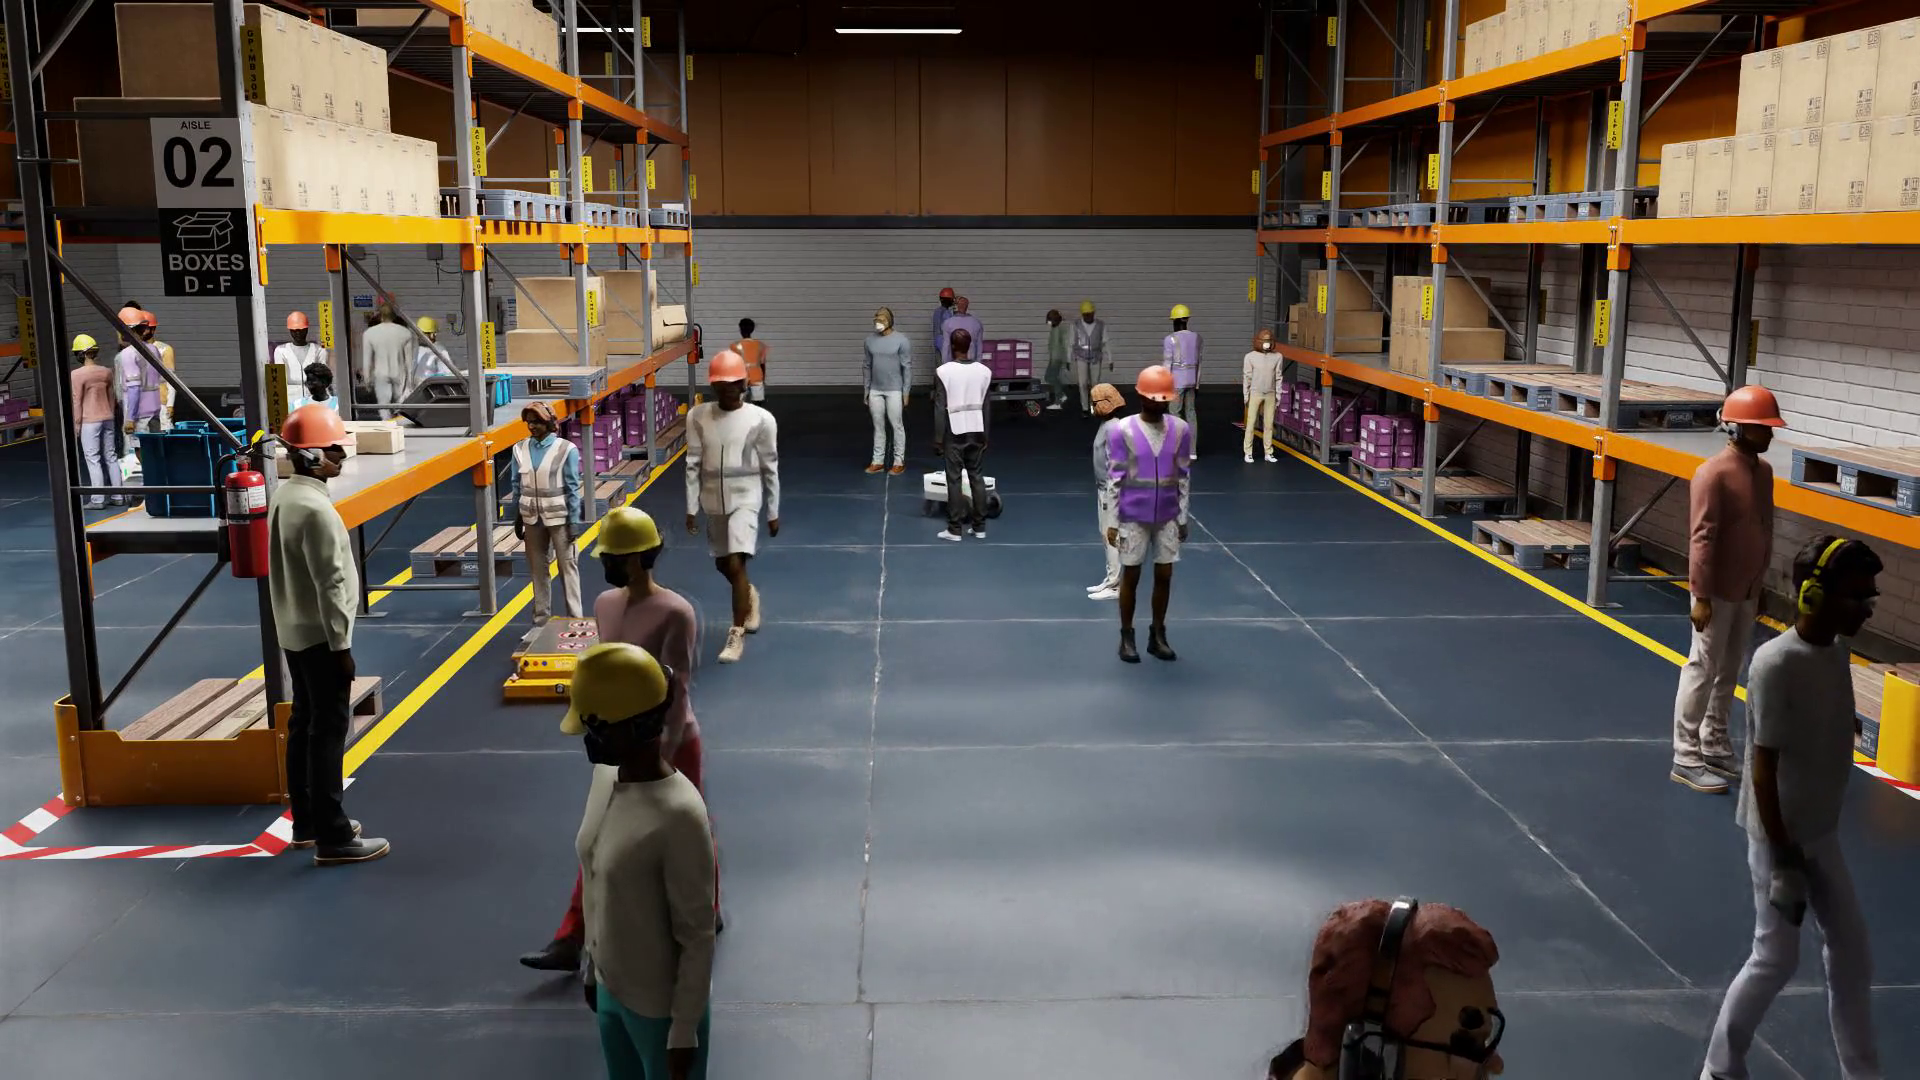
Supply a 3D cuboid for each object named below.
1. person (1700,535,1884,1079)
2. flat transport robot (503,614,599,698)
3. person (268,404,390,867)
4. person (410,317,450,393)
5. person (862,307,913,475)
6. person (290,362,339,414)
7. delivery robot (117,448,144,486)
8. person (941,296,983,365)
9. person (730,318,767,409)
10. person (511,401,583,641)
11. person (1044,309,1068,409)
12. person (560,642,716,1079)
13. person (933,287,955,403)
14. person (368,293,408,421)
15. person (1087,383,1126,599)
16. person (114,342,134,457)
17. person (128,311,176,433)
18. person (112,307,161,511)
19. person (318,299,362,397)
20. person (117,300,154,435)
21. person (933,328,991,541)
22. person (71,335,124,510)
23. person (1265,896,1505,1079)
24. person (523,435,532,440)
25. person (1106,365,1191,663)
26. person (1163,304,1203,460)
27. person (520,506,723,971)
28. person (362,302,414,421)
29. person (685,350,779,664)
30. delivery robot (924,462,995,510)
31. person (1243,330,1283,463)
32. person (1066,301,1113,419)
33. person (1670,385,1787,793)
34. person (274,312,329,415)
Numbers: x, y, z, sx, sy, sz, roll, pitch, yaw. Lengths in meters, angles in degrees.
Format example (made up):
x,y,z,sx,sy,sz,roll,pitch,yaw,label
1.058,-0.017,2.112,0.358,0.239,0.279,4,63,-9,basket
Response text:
x,y,z,sx,sy,sz,roll,pitch,yaw,label
2.574,0.911,4.847,0.585,1.832,0.775,-7,12,-34,person
-2.383,0.701,10.374,0.652,0.197,1.431,-1,10,-4,flat transport robot
-2.763,0.406,7.213,0.393,1.992,0.622,-8,13,-38,person
-6.244,-1.732,19.631,0.611,1.811,0.696,9,13,40,person
-0.845,-1.711,19.166,0.635,1.937,0.352,6,12,28,person
-5.285,-0.634,13.840,0.536,1.695,0.322,-1,10,-4,person
-8.516,-0.712,17.193,0.477,0.478,0.707,-7,12,-34,delivery robot
0.008,-2.523,23.758,0.651,1.912,0.409,-5,11,-25,person
-2.829,-2.157,22.407,0.540,1.670,0.796,-6,12,-29,person
-2.761,-0.115,11.127,0.511,1.634,0.311,3,11,17,person
1.492,-2.886,26.594,0.350,1.610,0.533,1,10,6,person
-0.775,1.100,4.012,0.326,1.760,0.524,-8,13,-37,person
-0.231,-3.188,27.401,0.376,1.932,0.551,-5,11,-24,person
-8.467,-2.704,24.704,0.614,1.952,0.944,0,10,1,person
1.104,-0.370,12.572,0.299,1.623,0.503,-1,10,-4,person
-9.761,-1.700,19.768,0.500,1.703,0.816,-2,10,-9,person
-8.802,-1.520,18.100,0.544,1.939,0.354,1,10,4,person
-8.076,-1.261,16.364,0.382,2.041,0.616,0,10,-2,person
-8.493,-2.288,22.466,0.819,1.897,0.625,4,11,23,person
-11.435,-2.384,23.095,0.513,1.875,0.328,-1,10,-8,person
0.031,-0.949,15.021,0.594,1.910,0.408,-7,12,-33,person
-8.716,-1.182,16.726,0.357,1.755,0.518,3,11,14,person
0.511,1.368,2.112,0.433,1.900,0.661,6,12,32,person
-5.408,-2.037,21.281,0.625,1.836,0.429,-6,12,-32,person
1.201,-0.154,10.564,0.556,1.915,0.446,-2,10,-12,person
2.702,-1.917,20.374,0.588,1.918,0.396,-7,12,-32,person
-1.207,0.745,6.087,0.528,1.727,0.882,6,12,32,person
-7.320,-2.094,21.375,0.634,1.917,0.819,-5,11,-25,person
-1.467,-0.262,10.931,0.595,2.003,0.985,2,10,13,person
-0.011,-0.520,16.121,0.707,0.478,0.477,8,13,39,delivery robot
3.682,-1.746,20.243,0.495,1.626,0.285,-2,10,-10,person
1.977,-2.738,25.291,0.707,1.780,0.780,0,10,1,person
3.789,0.235,8.165,0.622,1.992,0.396,-8,13,-37,person
-7.060,-1.482,17.893,0.546,1.938,0.361,-4,11,-23,person
